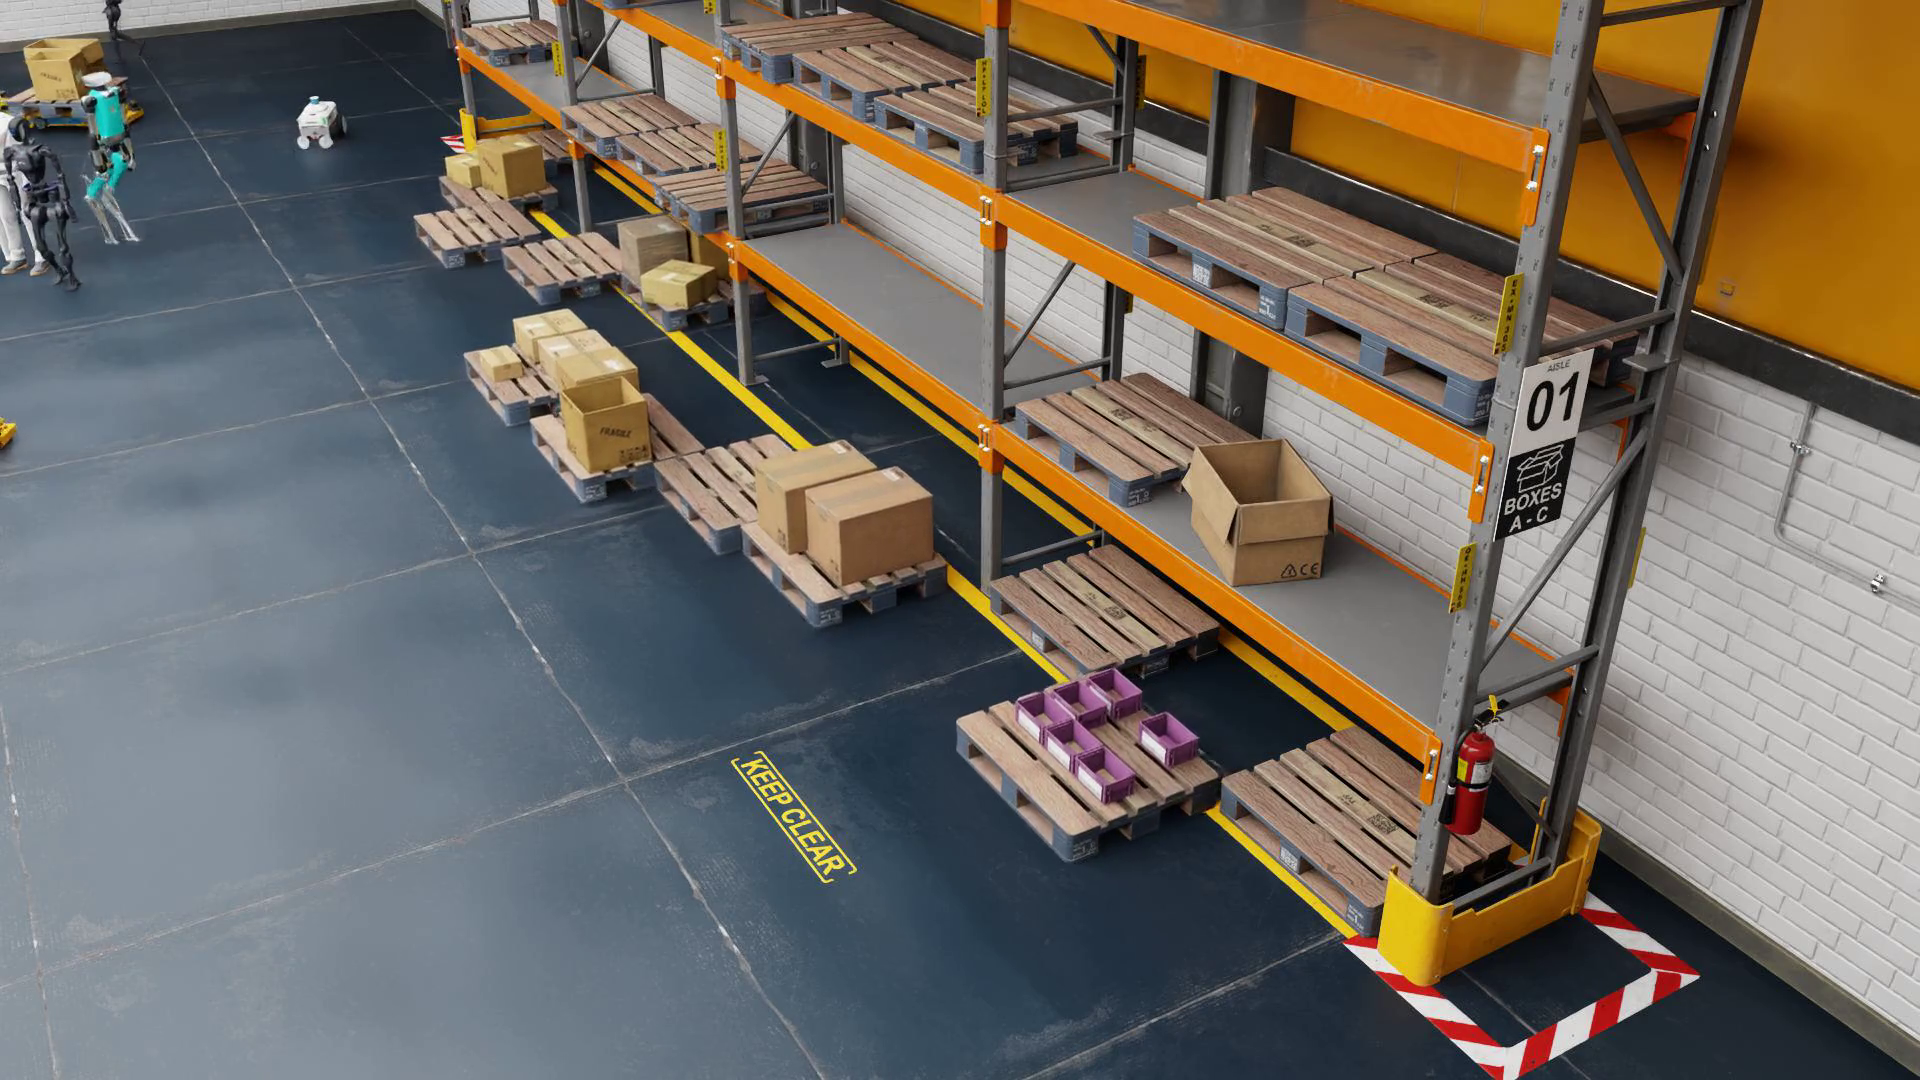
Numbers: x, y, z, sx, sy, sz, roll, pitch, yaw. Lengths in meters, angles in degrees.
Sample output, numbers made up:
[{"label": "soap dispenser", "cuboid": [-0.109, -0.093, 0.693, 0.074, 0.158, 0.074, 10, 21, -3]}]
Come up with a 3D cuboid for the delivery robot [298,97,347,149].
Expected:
[{"label": "delivery robot", "cuboid": [-7.872, -5.142, 20.398, 0.511, 0.573, 0.735, -4, 30, -7]}]

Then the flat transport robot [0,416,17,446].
[{"label": "flat transport robot", "cuboid": [-7.829, -0.587, 12.668, 0.659, 0.231, 1.431, -2, 30, -4]}]

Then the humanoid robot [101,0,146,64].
[{"label": "humanoid robot", "cuboid": [-12.042, -7.645, 23.717, 0.534, 1.642, 0.611, -13, 32, -22]}]

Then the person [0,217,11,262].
[{"label": "person", "cuboid": [-9.771, -3.574, 16.483, 0.466, 1.707, 0.369, -4, 30, -8]}]

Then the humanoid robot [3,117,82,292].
[{"label": "humanoid robot", "cuboid": [-8.743, -3.206, 15.864, 0.608, 1.657, 0.373, 1, 30, 2]}]

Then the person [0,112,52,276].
[{"label": "person", "cuboid": [-9.290, -3.505, 16.183, 0.572, 1.884, 0.356, 5, 30, 8]}]

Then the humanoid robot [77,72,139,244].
[{"label": "humanoid robot", "cuboid": [-8.805, -3.887, 17.031, 0.714, 1.810, 0.541, 8, 30, 14]}]

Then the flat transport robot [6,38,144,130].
[{"label": "flat transport robot", "cuboid": [-11.276, -5.434, 21.226, 1.431, 0.231, 0.659, 0, 30, 1]}]

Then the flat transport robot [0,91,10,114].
[{"label": "flat transport robot", "cuboid": [-12.796, -5.453, 21.258, 0.659, 0.231, 1.431, 20, 35, 32]}]

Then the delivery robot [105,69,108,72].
[{"label": "delivery robot", "cuboid": [-12.031, -6.376, 22.574, 0.499, 0.571, 0.756, 12, 32, 20]}]
